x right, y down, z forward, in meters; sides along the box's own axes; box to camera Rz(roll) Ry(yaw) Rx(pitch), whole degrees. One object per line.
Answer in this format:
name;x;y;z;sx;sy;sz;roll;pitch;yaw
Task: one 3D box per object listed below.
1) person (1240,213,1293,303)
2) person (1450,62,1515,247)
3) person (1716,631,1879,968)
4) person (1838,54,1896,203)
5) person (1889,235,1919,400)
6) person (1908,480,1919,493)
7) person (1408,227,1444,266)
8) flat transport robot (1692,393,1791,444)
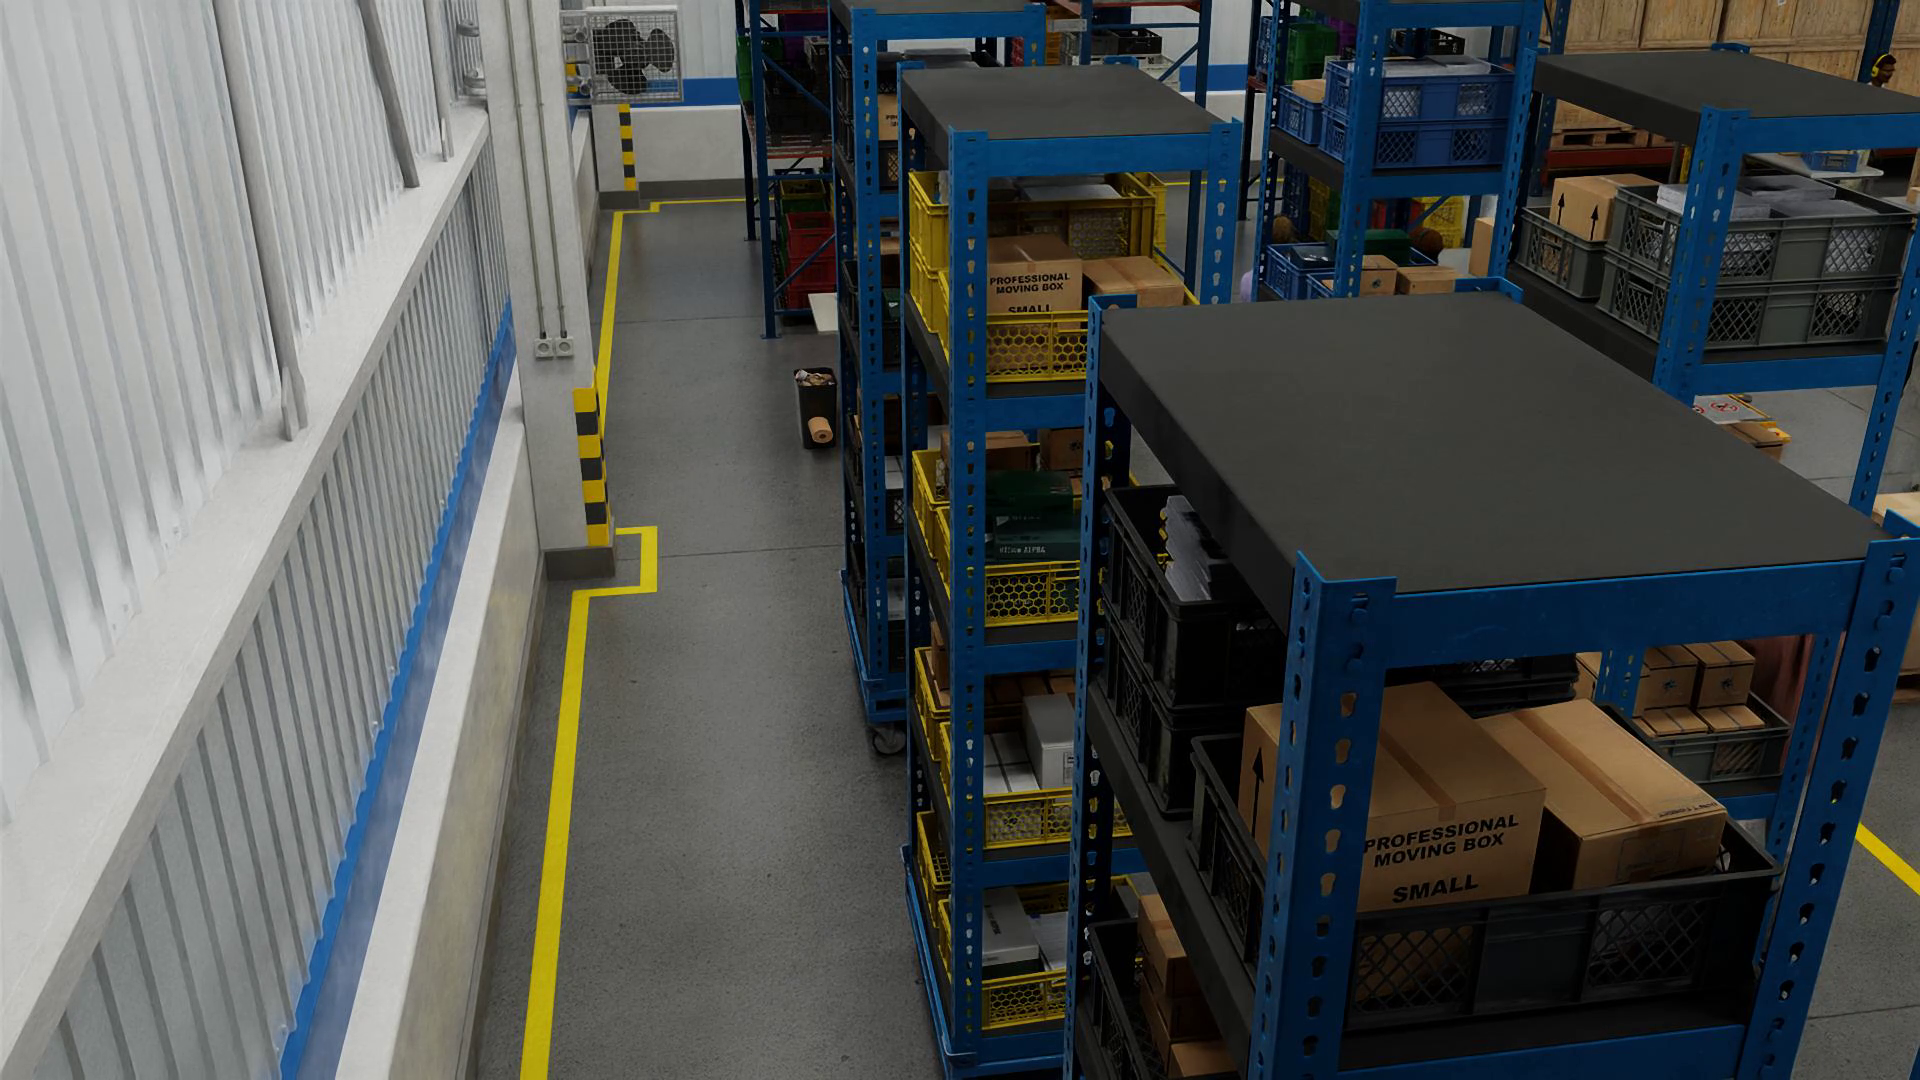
person;2.008;-1.158;10.802;0.635;1.937;0.352;-18;30;-34
person;5.324;-3.824;16.684;0.744;1.870;0.482;14;28;27
person;3.149;0.798;6.484;0.623;1.992;0.396;3;25;7
person;9.361;-4.086;17.255;0.533;1.864;0.311;-18;30;-34
person;7.250;-1.757;12.390;0.532;1.696;0.319;7;26;14
person;6.517;-0.882;10.414;0.630;1.771;0.895;-18;30;-34
person;2.923;-1.138;10.881;0.429;1.838;0.622;17;30;33
flat transport robot;5.224;-0.859;12.132;1.431;0.197;0.652;-4;25;-8
